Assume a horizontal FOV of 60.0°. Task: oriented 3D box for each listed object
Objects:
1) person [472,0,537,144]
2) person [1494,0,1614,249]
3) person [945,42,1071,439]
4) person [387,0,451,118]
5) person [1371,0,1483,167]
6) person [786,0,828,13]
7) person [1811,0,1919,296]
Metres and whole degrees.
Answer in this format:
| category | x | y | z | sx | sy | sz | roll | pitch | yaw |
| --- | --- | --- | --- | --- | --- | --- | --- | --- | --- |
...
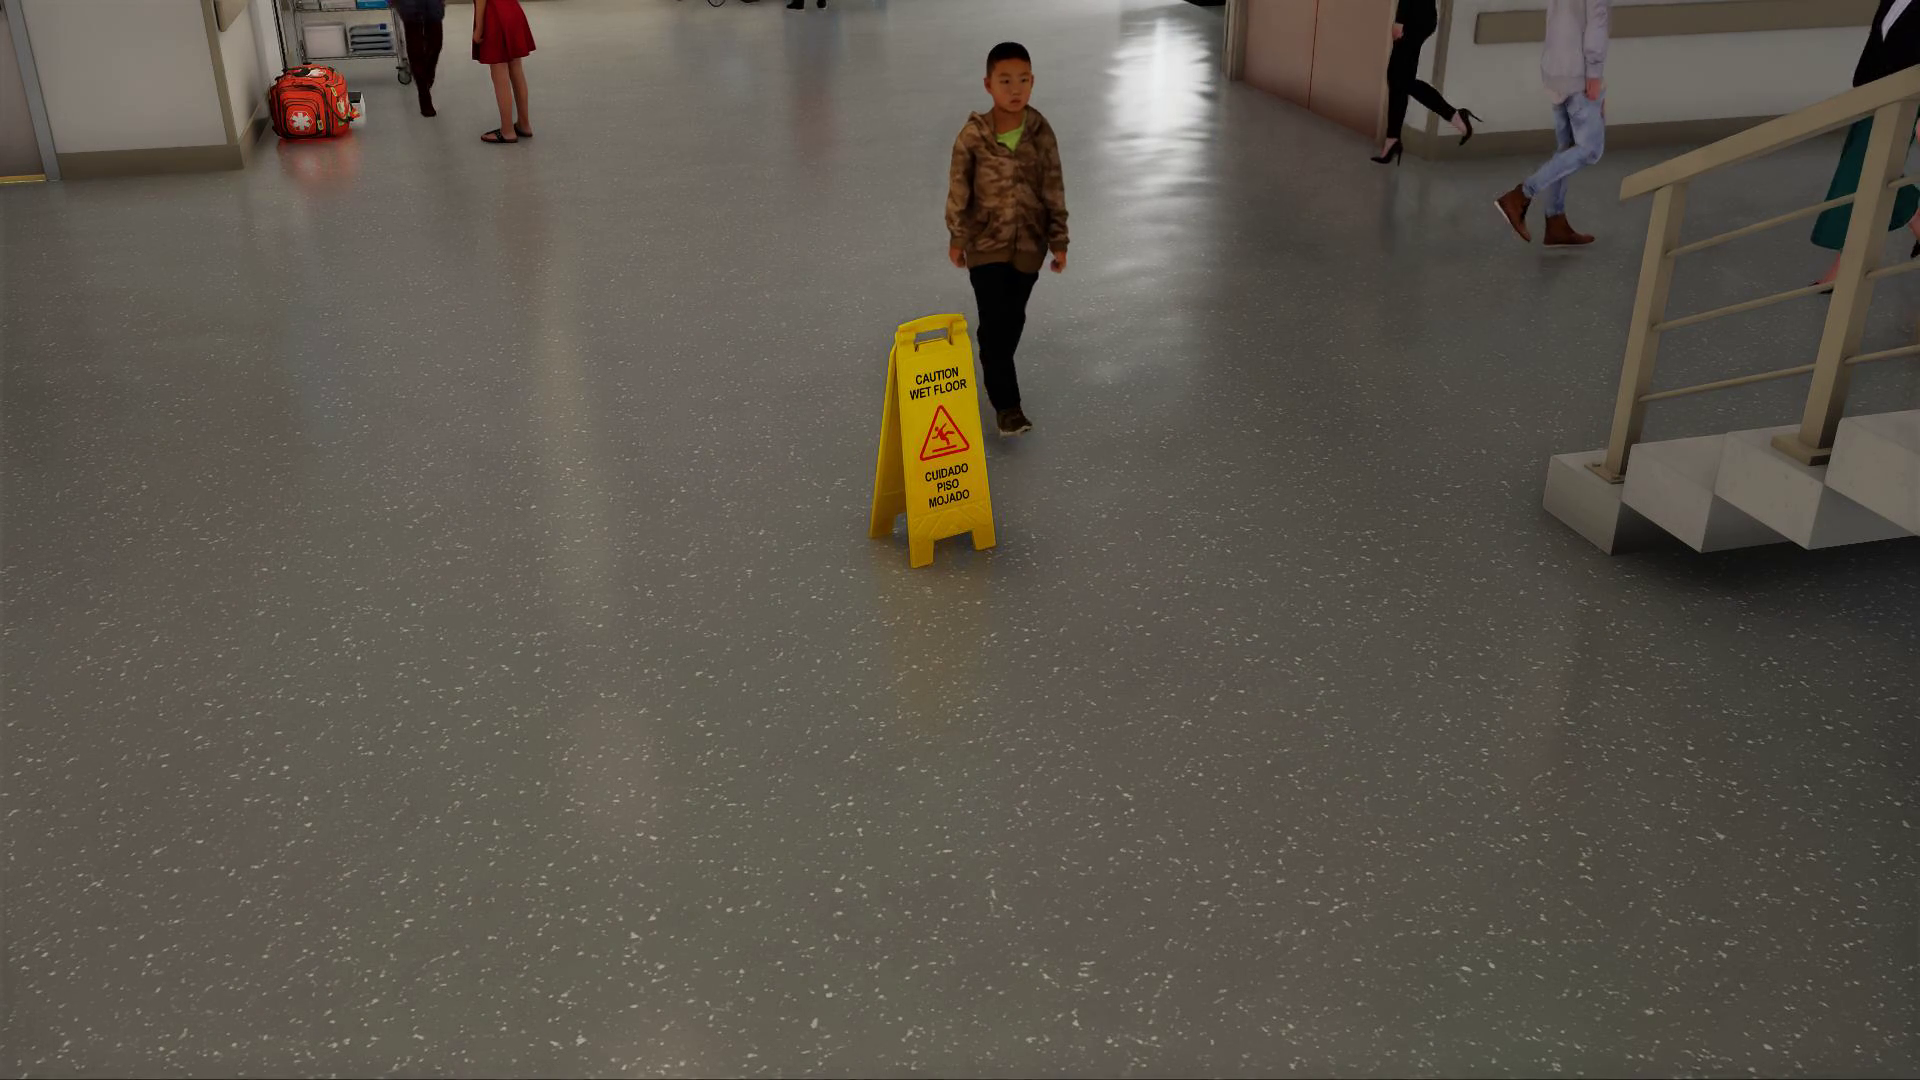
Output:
| category | x | y | z | sx | sy | sz | roll | pitch | yaw |
| --- | --- | --- | --- | --- | --- | --- | --- | --- | --- |
| person | -3.018 | -3.405 | 10.861 | 0.736 | 1.553 | 0.676 | 10 | 27 | 19 |
| person | 3.033 | -2.361 | 8.373 | 0.825 | 1.834 | 0.823 | -2 | 26 | -5 |
| person | 0.154 | -1.137 | 6.309 | 0.616 | 1.422 | 0.939 | -8 | 27 | -16 |
| person | -3.810 | -3.867 | 11.669 | 0.687 | 1.684 | 1.099 | -11 | 28 | -21 |
| person | 2.821 | -3.081 | 10.032 | 0.984 | 1.690 | 0.917 | 14 | 29 | 26 |
| person | -1.512 | -6.140 | 16.063 | 0.658 | 1.962 | 0.588 | -10 | 27 | -20 |
| person | 4.397 | -1.993 | 7.749 | 0.688 | 1.712 | 0.966 | -6 | 26 | -12 |
